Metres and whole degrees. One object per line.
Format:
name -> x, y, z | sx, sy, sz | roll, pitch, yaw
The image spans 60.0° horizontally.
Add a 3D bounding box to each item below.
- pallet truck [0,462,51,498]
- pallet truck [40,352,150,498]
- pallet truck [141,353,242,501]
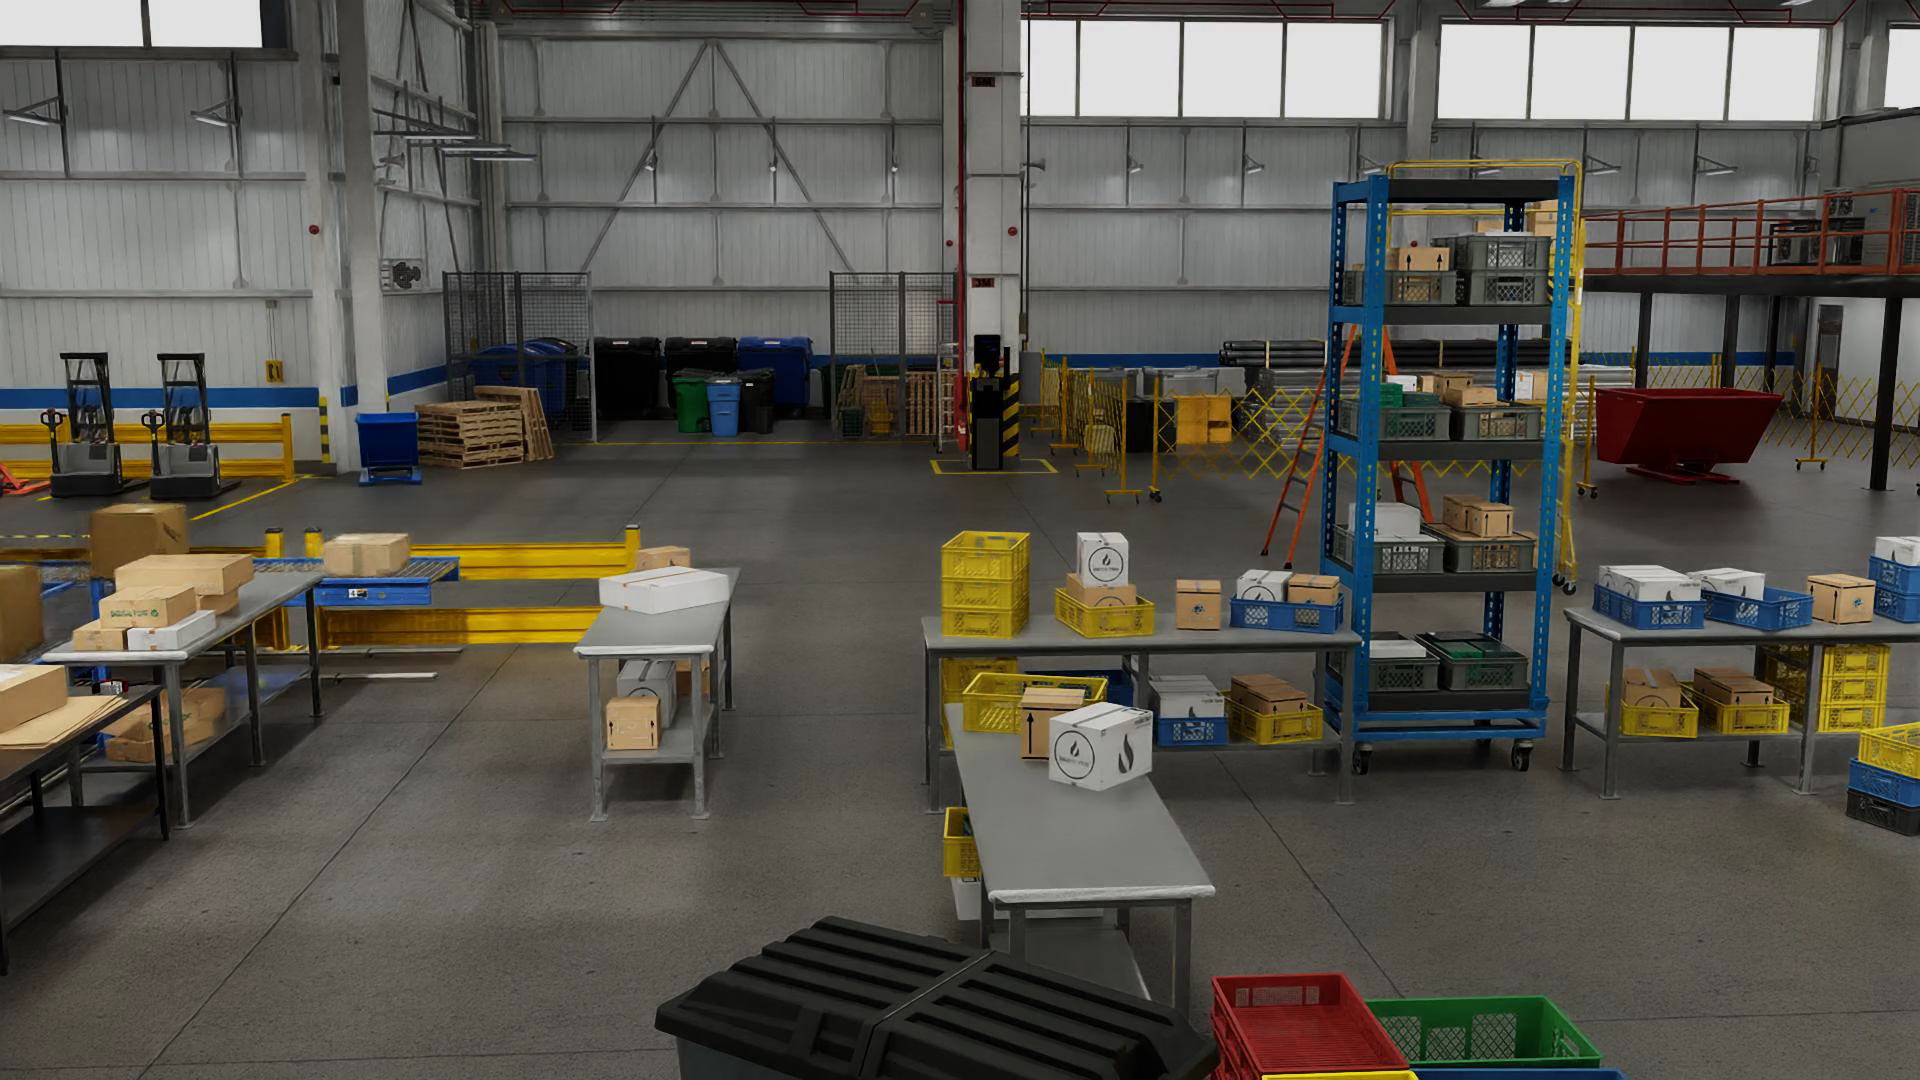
pallet truck -> -13.193, -1.293, 23.148 | 0.653, 1.274, 1.630 | -1, 9, -4
pallet truck -> -11.907, -1.642, 23.165 | 0.823, 1.965, 1.885 | 0, 9, 0
pallet truck -> -10.520, -1.604, 22.925 | 0.823, 1.965, 1.885 | -1, 9, -6
